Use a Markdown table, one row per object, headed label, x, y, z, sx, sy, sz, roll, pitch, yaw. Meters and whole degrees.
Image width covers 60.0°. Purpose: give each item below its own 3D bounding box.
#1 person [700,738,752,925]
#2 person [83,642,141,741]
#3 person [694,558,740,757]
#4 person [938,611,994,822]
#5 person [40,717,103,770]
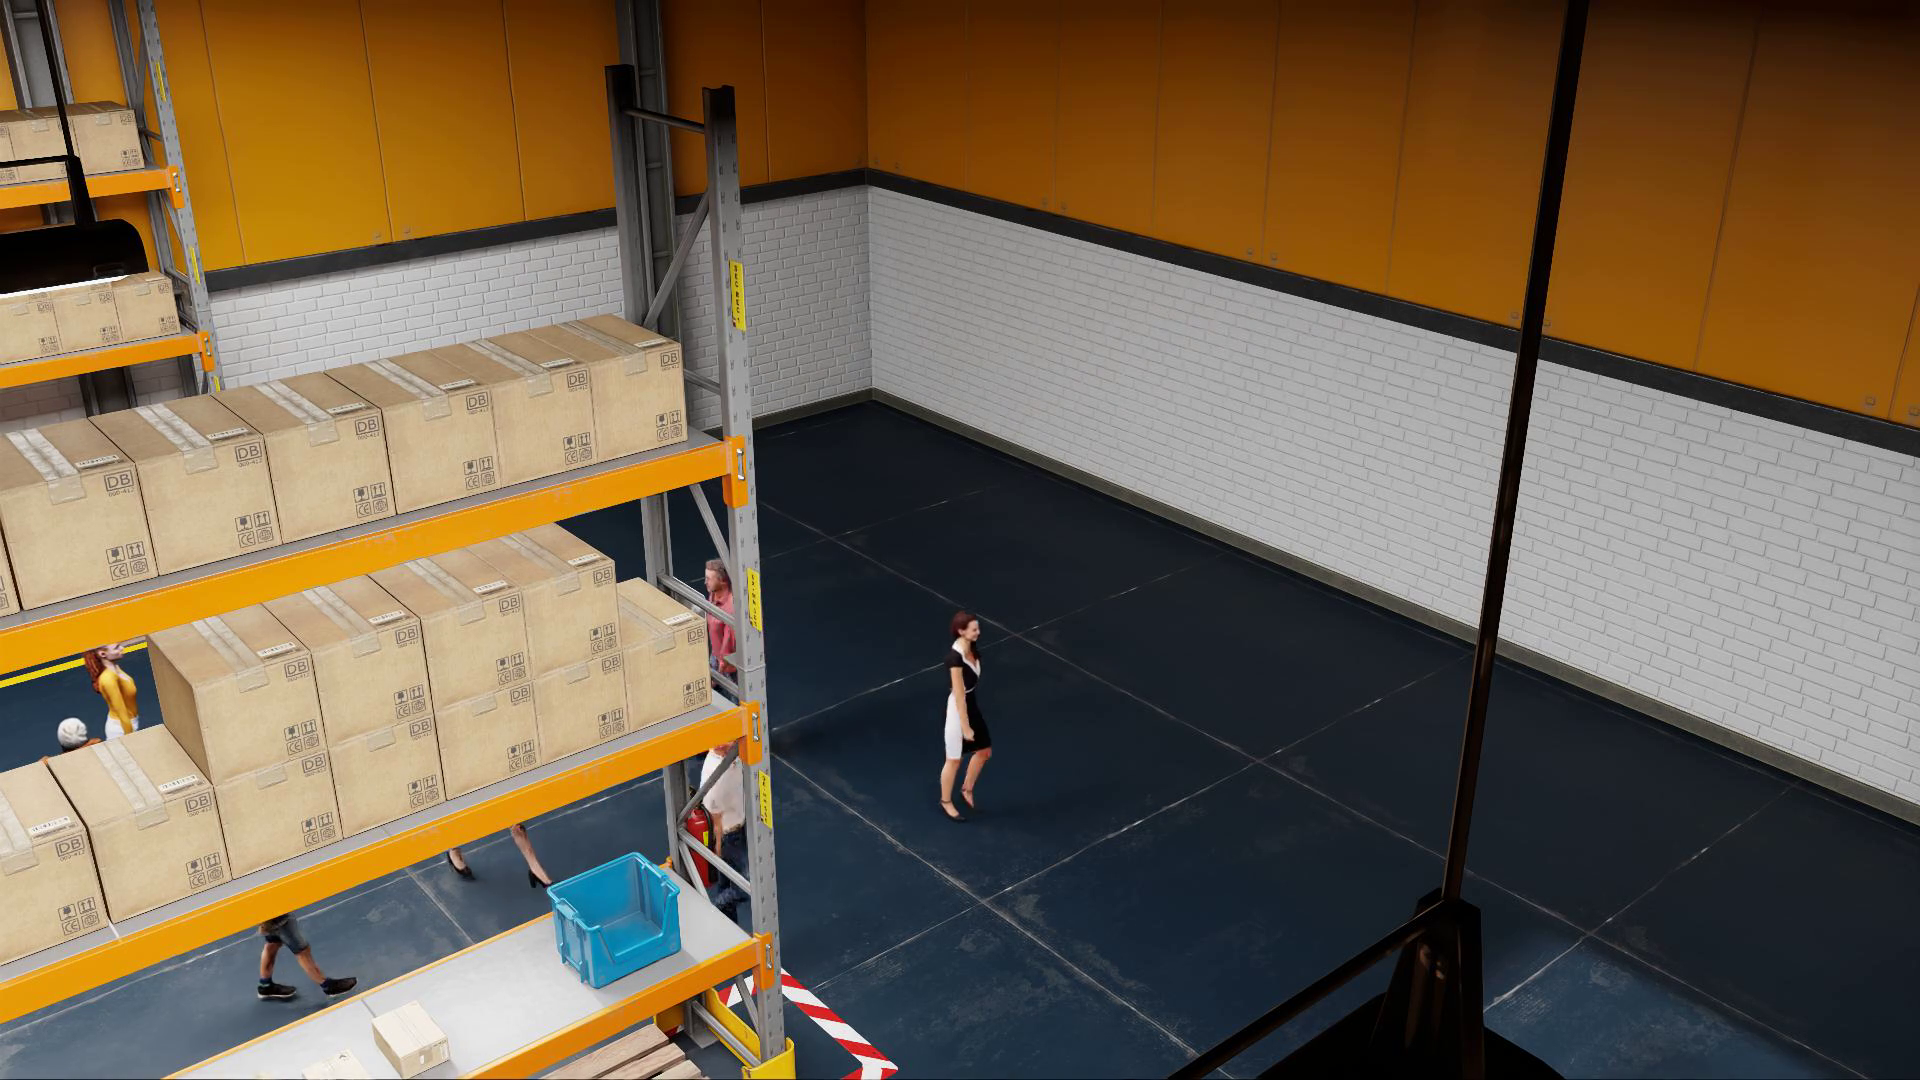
| label | x | y | z | sx | sy | sz | roll | pitch | yaw |
| --- | --- | --- | --- | --- | --- | --- | --- | --- | --- |
| person | -1.661 | 1.965 | 11.047 | 0.931 | 1.835 | 0.873 | 1 | 24 | 2 |
| person | -6.183 | 1.458 | 12.314 | 0.573 | 1.750 | 0.621 | -15 | 28 | -30 |
| person | -1.752 | 0.953 | 13.395 | 0.842 | 1.809 | 0.737 | -13 | 27 | -28 |
| person | -0.075 | 1.339 | 12.540 | 0.773 | 1.786 | 0.709 | 8 | 25 | 18 |
| person | -5.912 | 1.930 | 11.374 | 0.587 | 1.637 | 0.718 | -14 | 27 | -29 |
